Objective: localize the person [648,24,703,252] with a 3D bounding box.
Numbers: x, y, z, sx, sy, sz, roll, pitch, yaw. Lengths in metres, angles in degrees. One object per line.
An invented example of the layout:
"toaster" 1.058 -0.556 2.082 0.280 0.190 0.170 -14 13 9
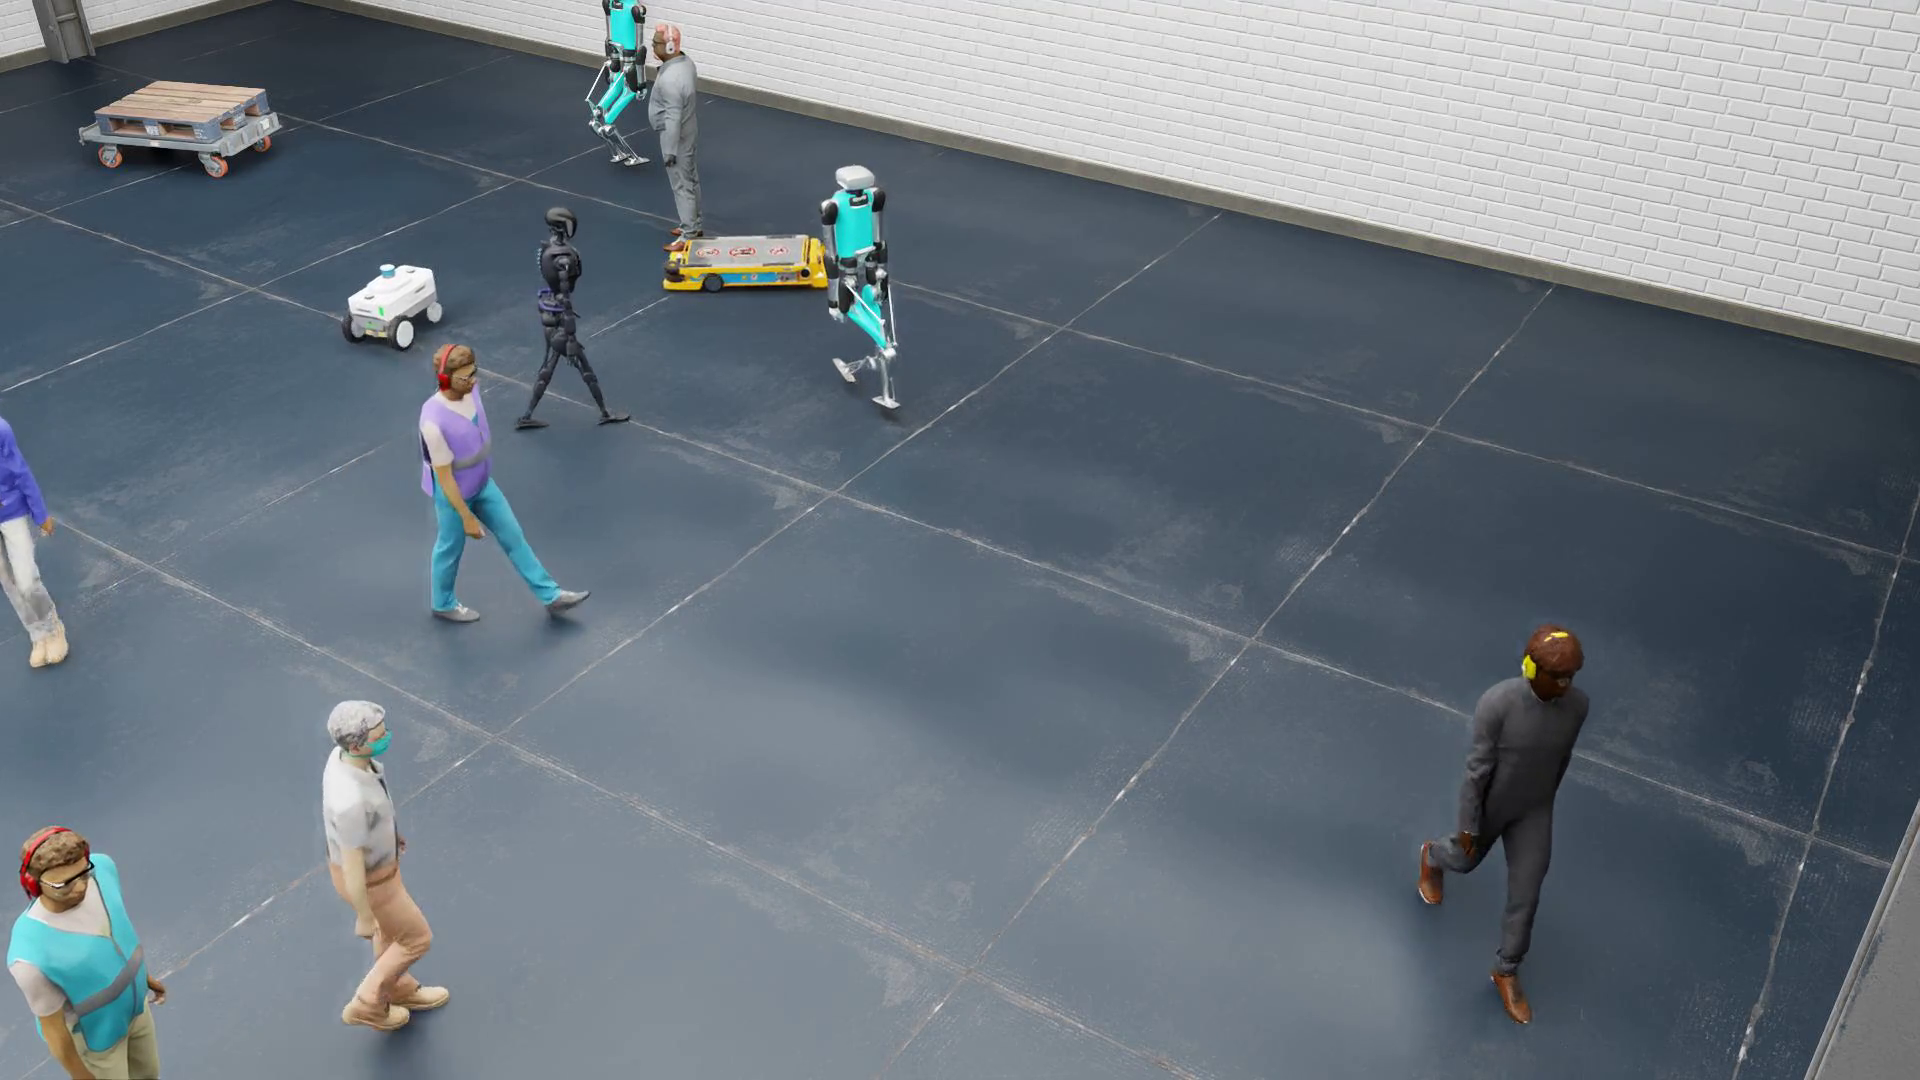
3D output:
"person" -2.398 -3.387 14.011 0.413 1.910 0.649 2 33 2

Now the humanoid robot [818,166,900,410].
"humanoid robot" -0.588 -1.675 11.519 0.554 1.731 1.038 -27 41 -35

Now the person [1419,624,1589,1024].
"person" 2.332 1.083 7.130 0.502 1.836 0.923 -2 33 -3

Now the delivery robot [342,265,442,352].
"delivery robot" -4.368 -1.838 12.838 0.499 0.580 0.757 11 34 17

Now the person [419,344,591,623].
"person" -2.659 -0.265 9.261 0.965 1.784 0.578 6 33 10

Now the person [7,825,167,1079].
"person" -3.115 1.758 6.066 0.393 1.841 0.562 1 33 1

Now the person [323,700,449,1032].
"person" -2.385 1.351 6.804 0.372 1.724 0.532 -10 34 -16

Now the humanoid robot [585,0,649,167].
"humanoid robot" -3.248 -4.296 15.460 0.533 1.677 0.735 25 40 33

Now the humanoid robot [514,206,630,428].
"humanoid robot" -2.740 -1.499 11.344 0.794 1.626 0.609 -10 34 -16

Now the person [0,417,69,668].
"person" -5.193 -0.092 8.933 0.498 1.856 0.461 -6 33 -10

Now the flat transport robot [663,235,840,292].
"flat transport robot" -1.719 -2.303 13.839 1.431 0.231 0.659 -2 33 -3
